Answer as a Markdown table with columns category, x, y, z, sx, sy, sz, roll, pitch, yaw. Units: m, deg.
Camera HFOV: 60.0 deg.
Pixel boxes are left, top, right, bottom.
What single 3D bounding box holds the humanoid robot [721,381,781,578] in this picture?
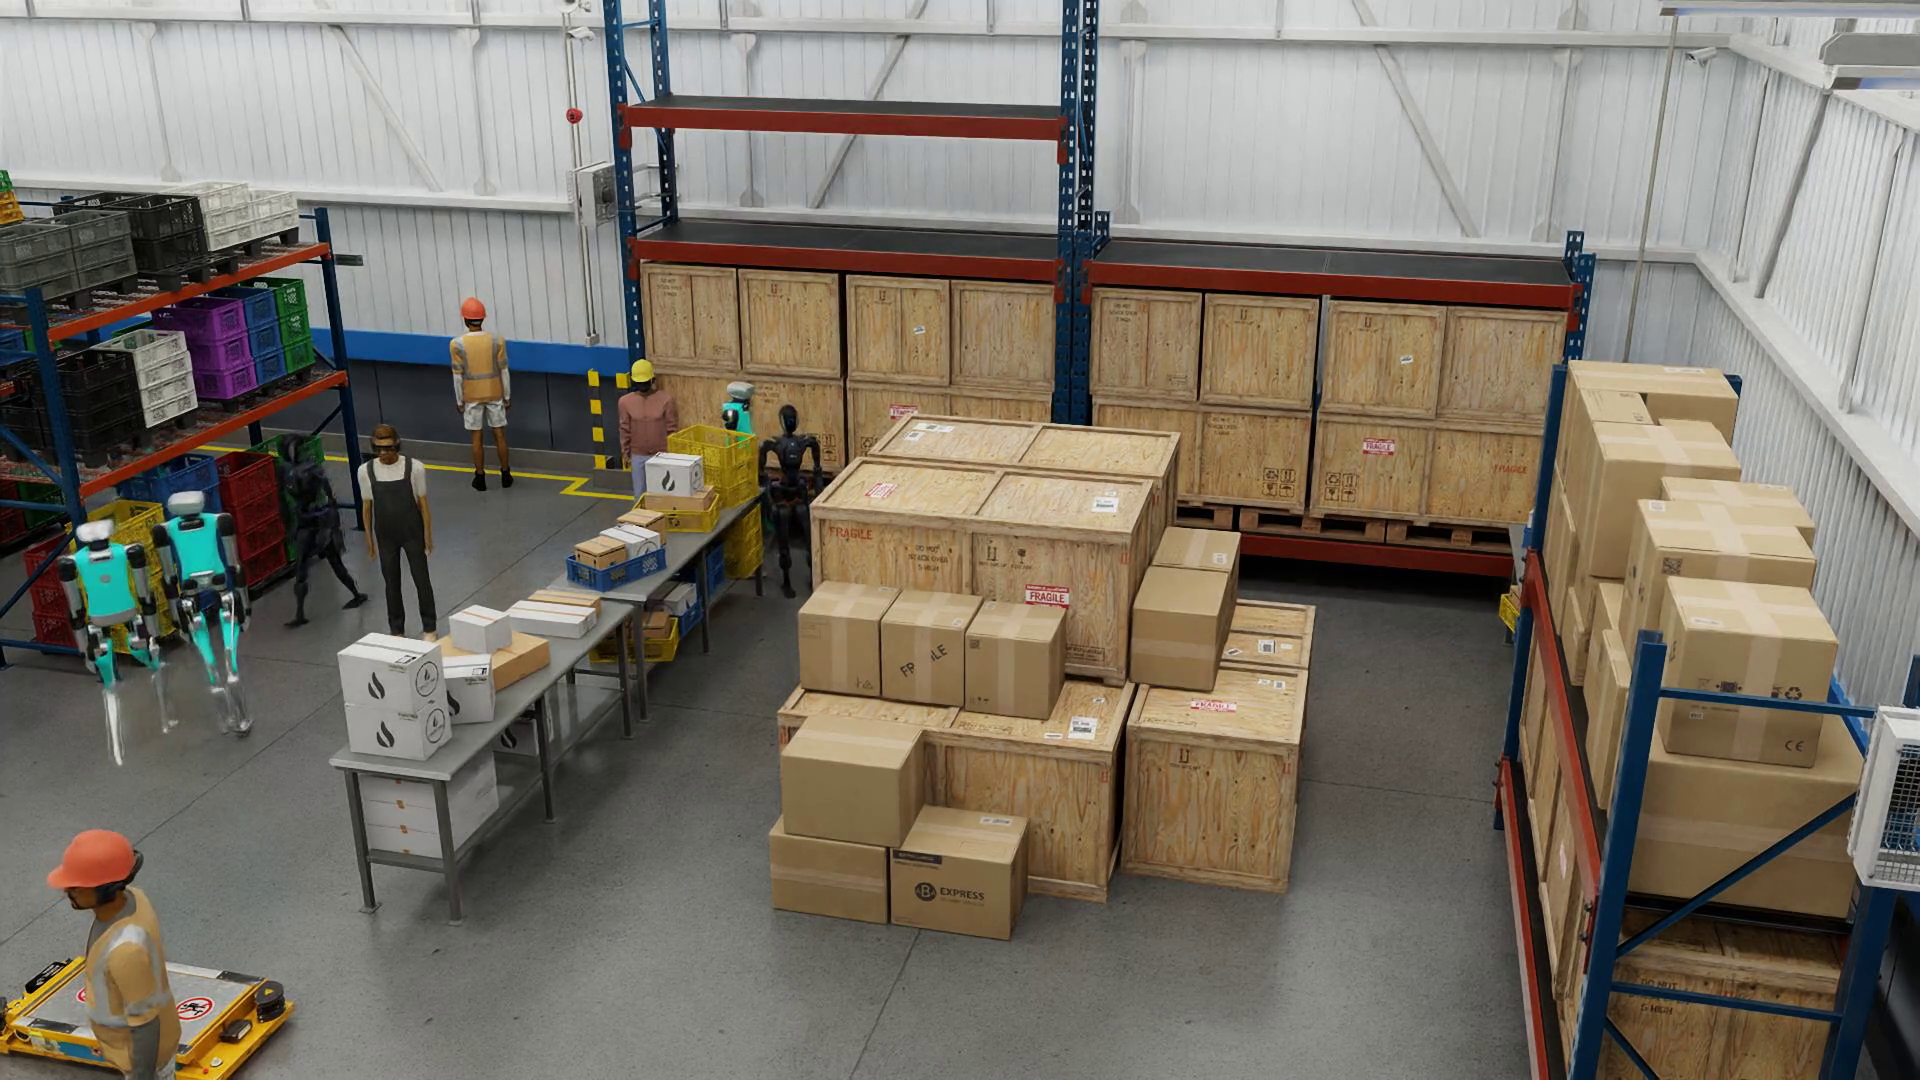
| category | x | y | z | sx | sy | sz | roll | pitch | yaw |
| --- | --- | --- | --- | --- | --- | --- | --- | --- | --- |
| humanoid robot | -1.685 | -0.453 | 14.232 | 0.659 | 1.845 | 0.553 | 2 | 21 | 5 |

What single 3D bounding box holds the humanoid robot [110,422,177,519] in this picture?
| category | x | y | z | sx | sy | sz | roll | pitch | yaw |
| --- | --- | --- | --- | --- | --- | --- | --- | --- | --- |
| humanoid robot | -7.392 | -0.681 | 14.806 | 0.547 | 1.781 | 0.949 | 10 | 23 | 24 |

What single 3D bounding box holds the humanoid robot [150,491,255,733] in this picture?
| category | x | y | z | sx | sy | sz | roll | pitch | yaw |
| --- | --- | --- | --- | --- | --- | --- | --- | --- | --- |
| humanoid robot | -5.160 | 0.593 | 11.446 | 0.566 | 1.783 | 0.780 | -9 | 23 | -22 |

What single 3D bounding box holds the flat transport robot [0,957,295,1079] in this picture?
| category | x | y | z | sx | sy | sz | roll | pitch | yaw |
| --- | --- | --- | --- | --- | --- | --- | --- | --- | --- |
| flat transport robot | -4.270 | 2.464 | 8.601 | 1.431 | 0.231 | 0.659 | 5 | 22 | 13 |

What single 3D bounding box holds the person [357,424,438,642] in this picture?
| category | x | y | z | sx | sy | sz | roll | pitch | yaw |
| --- | --- | --- | --- | --- | --- | --- | --- | --- | --- |
| person | -4.357 | -0.026 | 12.913 | 0.499 | 1.841 | 0.341 | -5 | 21 | -12 |

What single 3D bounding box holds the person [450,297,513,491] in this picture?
| category | x | y | z | sx | sy | sz | roll | pitch | yaw |
| --- | --- | --- | --- | --- | --- | --- | --- | --- | --- |
| person | -4.729 | -1.443 | 16.478 | 0.550 | 1.942 | 0.339 | -9 | 23 | -22 |

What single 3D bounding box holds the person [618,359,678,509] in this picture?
| category | x | y | z | sx | sy | sz | roll | pitch | yaw |
| --- | --- | --- | --- | --- | --- | --- | --- | --- | --- |
| person | -2.790 | -0.777 | 14.992 | 0.523 | 1.761 | 0.336 | -3 | 21 | -7 |

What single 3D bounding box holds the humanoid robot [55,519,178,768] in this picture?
| category | x | y | z | sx | sy | sz | roll | pitch | yaw |
| --- | --- | --- | --- | --- | --- | --- | --- | --- | --- |
| humanoid robot | -5.769 | 0.634 | 11.373 | 0.558 | 1.796 | 0.810 | -12 | 24 | -28 |

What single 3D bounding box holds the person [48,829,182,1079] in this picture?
| category | x | y | z | sx | sy | sz | roll | pitch | yaw |
| --- | --- | --- | --- | --- | --- | --- | --- | --- | --- |
| person | -3.480 | 2.121 | 7.011 | 0.366 | 2.048 | 0.605 | -11 | 24 | -28 |

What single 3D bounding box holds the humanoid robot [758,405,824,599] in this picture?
| category | x | y | z | sx | sy | sz | roll | pitch | yaw |
| --- | --- | --- | --- | --- | --- | --- | --- | --- | --- |
| humanoid robot | -1.400 | -0.318 | 13.885 | 0.602 | 1.650 | 0.351 | -8 | 22 | -19 |

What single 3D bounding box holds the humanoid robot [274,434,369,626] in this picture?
| category | x | y | z | sx | sy | sz | roll | pitch | yaw |
| --- | --- | --- | --- | --- | --- | --- | --- | --- | --- |
| humanoid robot | -5.218 | -0.113 | 13.459 | 0.613 | 1.617 | 0.799 | 8 | 22 | 19 |
